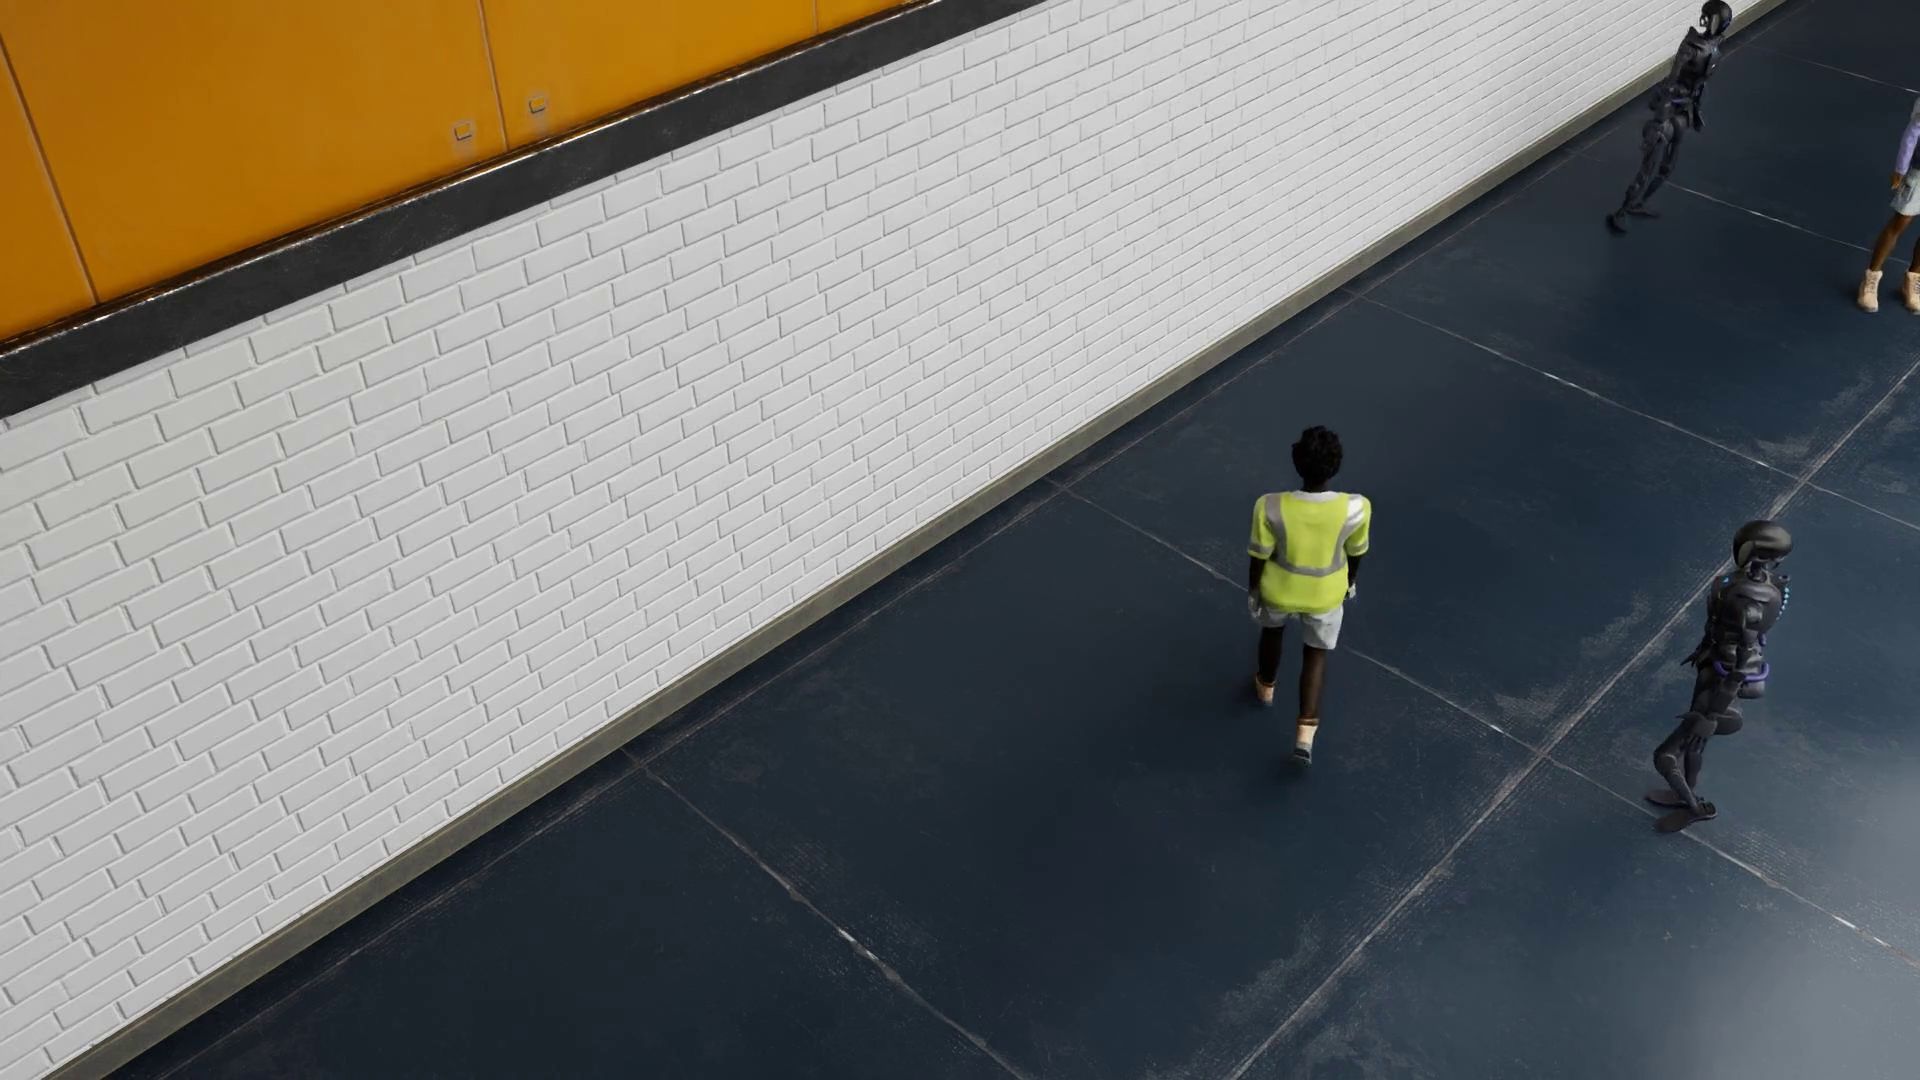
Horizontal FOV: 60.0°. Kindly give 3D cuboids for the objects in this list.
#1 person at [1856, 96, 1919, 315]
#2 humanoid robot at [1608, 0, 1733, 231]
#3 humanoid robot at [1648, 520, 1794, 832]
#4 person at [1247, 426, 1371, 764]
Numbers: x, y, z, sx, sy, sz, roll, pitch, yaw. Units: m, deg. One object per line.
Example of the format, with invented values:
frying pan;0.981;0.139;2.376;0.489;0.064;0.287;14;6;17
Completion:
person;6.202;-2.349;10.440;0.613;2.038;0.392;4;39;5
humanoid robot;4.920;-2.935;11.471;0.617;1.637;0.396;-28;46;-30
humanoid robot;3.221;0.582;7.057;0.346;1.647;0.600;10;40;13
person;1.530;0.250;7.476;0.530;1.671;0.693;6;39;8
